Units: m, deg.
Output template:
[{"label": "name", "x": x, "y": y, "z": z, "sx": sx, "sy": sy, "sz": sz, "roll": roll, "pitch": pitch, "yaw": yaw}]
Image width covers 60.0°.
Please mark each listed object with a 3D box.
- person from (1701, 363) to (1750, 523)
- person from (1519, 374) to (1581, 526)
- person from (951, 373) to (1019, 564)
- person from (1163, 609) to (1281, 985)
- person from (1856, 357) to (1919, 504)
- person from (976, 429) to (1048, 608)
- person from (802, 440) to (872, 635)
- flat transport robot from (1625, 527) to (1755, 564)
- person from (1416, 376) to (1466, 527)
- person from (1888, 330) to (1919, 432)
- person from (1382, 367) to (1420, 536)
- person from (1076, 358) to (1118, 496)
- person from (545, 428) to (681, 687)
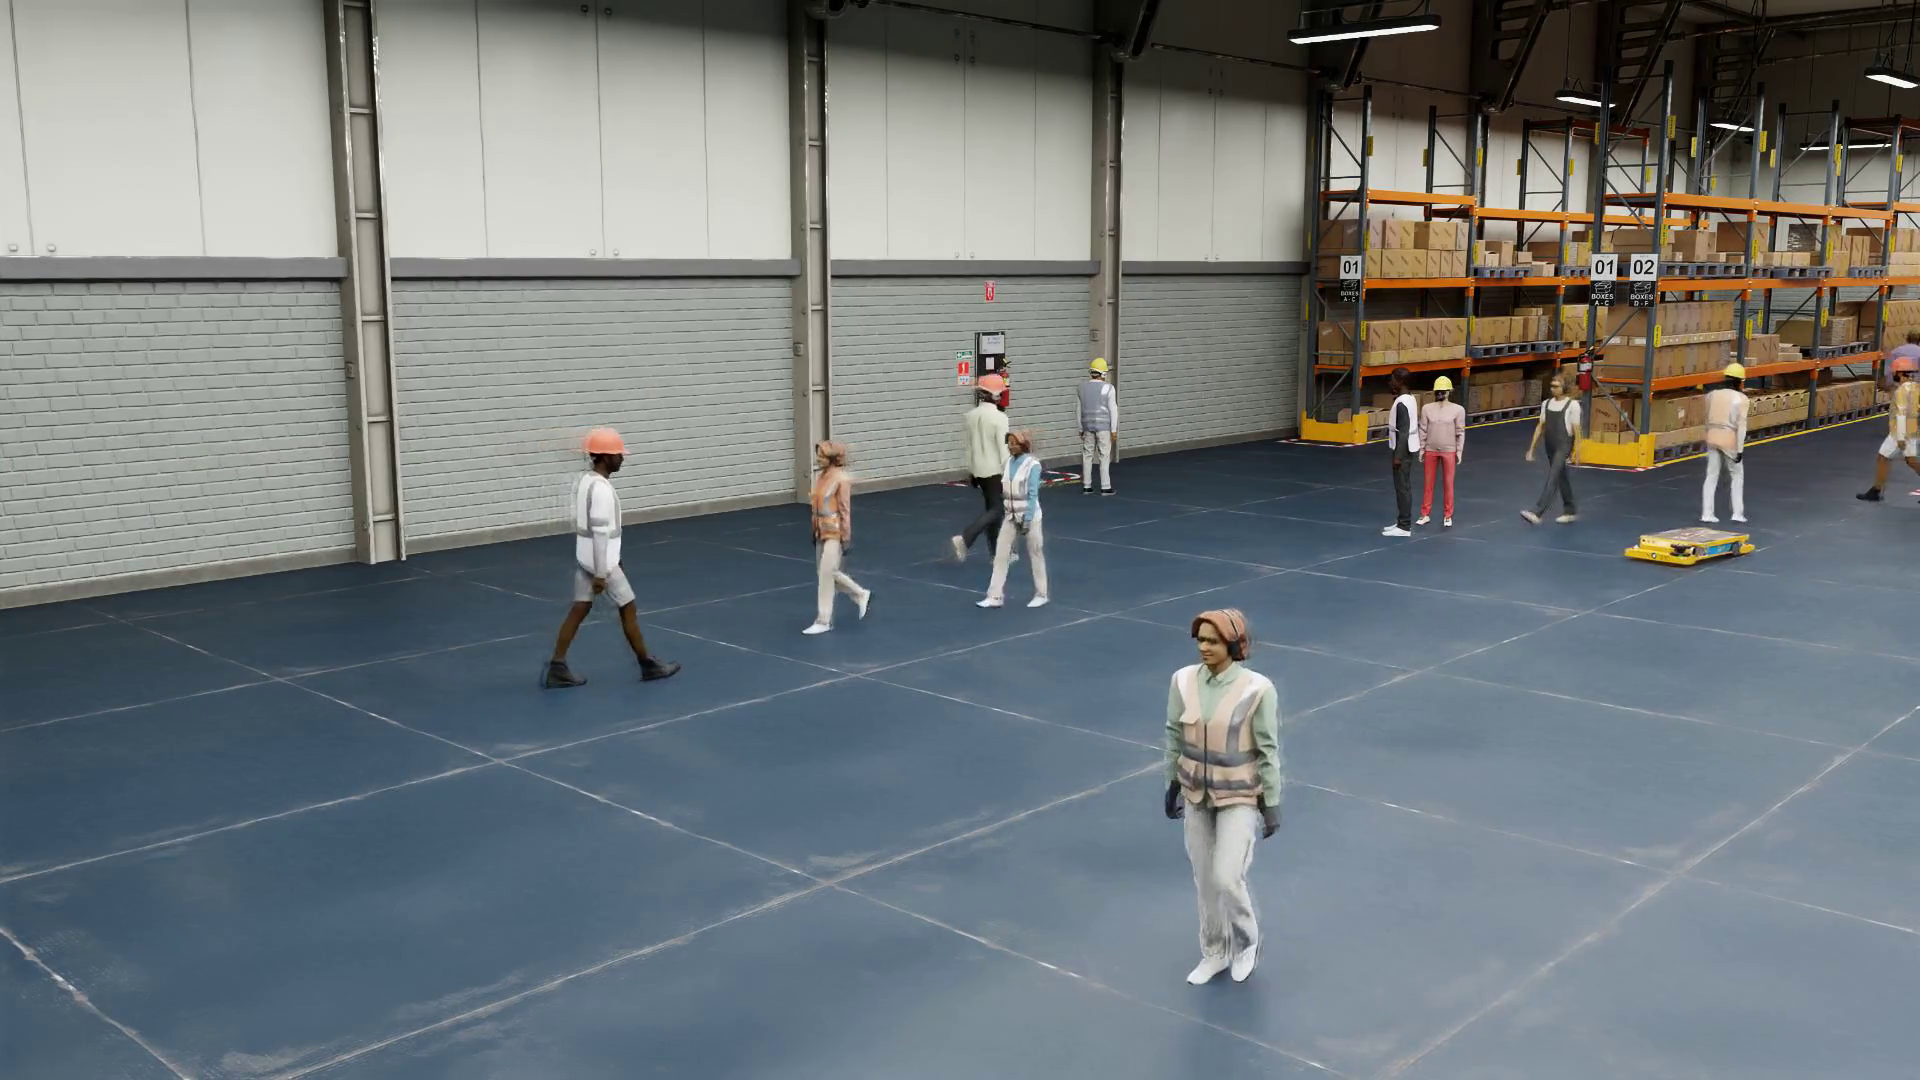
[{"label": "person", "x": 9.064, "y": -1.140, "z": 19.728, "sx": 0.592, "sy": 1.899, "sz": 0.604, "roll": -6, "pitch": 11, "yaw": -34}, {"label": "person", "x": 6.963, "y": -1.053, "z": 19.519, "sx": 1.007, "sy": 1.781, "sz": 0.530, "roll": -5, "pitch": 10, "yaw": -26}, {"label": "person", "x": 0.259, "y": -0.700, "z": 16.829, "sx": 0.800, "sy": 1.973, "sz": 0.632, "roll": -6, "pitch": 11, "yaw": -33}, {"label": "person", "x": 1.072, "y": 1.088, "z": 6.957, "sx": 0.538, "sy": 1.631, "sz": 0.376, "roll": 8, "pitch": 12, "yaw": 40}, {"label": "person", "x": 12.144, "y": -1.396, "z": 21.331, "sx": 0.563, "sy": 1.903, "sz": 0.973, "roll": -8, "pitch": 12, "yaw": -39}, {"label": "person", "x": 0.480, "y": -0.166, "z": 14.688, "sx": 0.790, "sy": 1.605, "sz": 0.526, "roll": -8, "pitch": 12, "yaw": -41}, {"label": "person", "x": -1.025, "y": -0.039, "z": 13.861, "sx": 0.644, "sy": 1.615, "sz": 0.526, "roll": -6, "pitch": 11, "yaw": -32}, {"label": "flat transport robot", "x": 7.667, "y": 0.048, "z": 17.442, "sx": 1.431, "sy": 0.197, "sz": 0.652, "roll": -7, "pitch": 12, "yaw": -37}, {"label": "person", "x": 5.641, "y": -1.037, "z": 19.511, "sx": 0.526, "sy": 1.769, "sz": 0.328, "roll": 5, "pitch": 11, "yaw": 29}, {"label": "person", "x": 17.227, "y": -2.856, "z": 30.224, "sx": 1.000, "sy": 1.896, "sz": 0.645, "roll": -6, "pitch": 11, "yaw": -31}, {"label": "person", "x": 5.010, "y": -0.999, "z": 18.815, "sx": 0.371, "sy": 1.916, "sz": 0.597, "roll": 3, "pitch": 10, "yaw": 19}, {"label": "person", "x": 1.839, "y": -1.506, "z": 22.163, "sx": 0.591, "sy": 1.833, "sz": 0.403, "roll": 5, "pitch": 11, "yaw": 30}, {"label": "person", "x": -2.577, "y": 0.131, "z": 12.036, "sx": 0.992, "sy": 1.884, "sz": 0.564, "roll": -5, "pitch": 11, "yaw": -28}]
